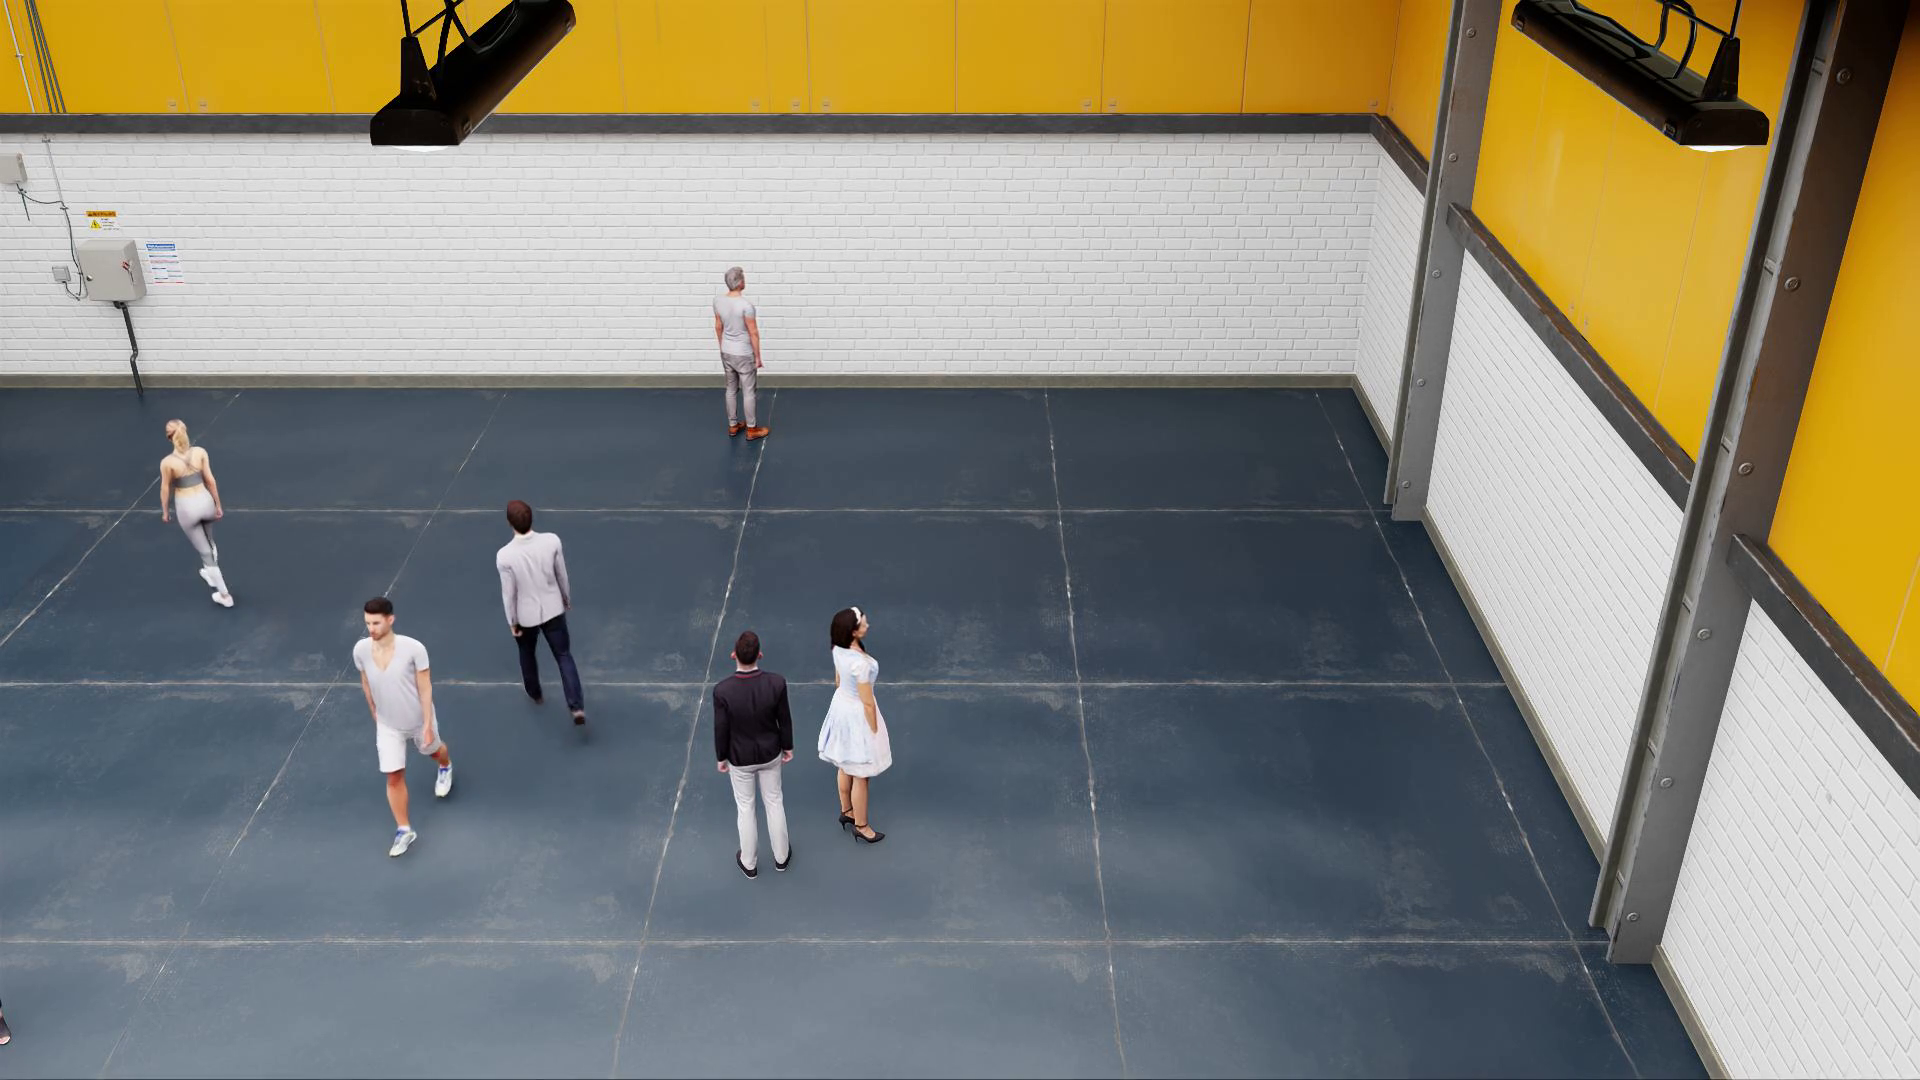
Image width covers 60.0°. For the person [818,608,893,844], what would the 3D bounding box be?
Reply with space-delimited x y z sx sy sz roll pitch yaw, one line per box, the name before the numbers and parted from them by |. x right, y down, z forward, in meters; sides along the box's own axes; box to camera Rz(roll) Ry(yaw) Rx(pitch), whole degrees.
person | -0.708 1.254 11.268 0.901 1.818 0.826 -15 32 -26

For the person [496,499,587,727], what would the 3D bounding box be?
person | -3.133 0.574 12.510 1.033 1.822 1.263 -14 32 -24

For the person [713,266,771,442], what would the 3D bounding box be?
person | -2.277 -1.915 17.064 0.774 1.831 0.777 18 33 29

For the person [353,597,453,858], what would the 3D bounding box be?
person | -3.776 1.160 11.456 0.657 1.804 1.219 0 29 0

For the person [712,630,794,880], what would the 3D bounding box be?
person | -1.358 1.414 10.950 0.713 1.842 0.627 -7 29 -13

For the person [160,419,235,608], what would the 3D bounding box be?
person | -6.413 -0.190 14.063 0.964 1.677 0.928 22 35 34
